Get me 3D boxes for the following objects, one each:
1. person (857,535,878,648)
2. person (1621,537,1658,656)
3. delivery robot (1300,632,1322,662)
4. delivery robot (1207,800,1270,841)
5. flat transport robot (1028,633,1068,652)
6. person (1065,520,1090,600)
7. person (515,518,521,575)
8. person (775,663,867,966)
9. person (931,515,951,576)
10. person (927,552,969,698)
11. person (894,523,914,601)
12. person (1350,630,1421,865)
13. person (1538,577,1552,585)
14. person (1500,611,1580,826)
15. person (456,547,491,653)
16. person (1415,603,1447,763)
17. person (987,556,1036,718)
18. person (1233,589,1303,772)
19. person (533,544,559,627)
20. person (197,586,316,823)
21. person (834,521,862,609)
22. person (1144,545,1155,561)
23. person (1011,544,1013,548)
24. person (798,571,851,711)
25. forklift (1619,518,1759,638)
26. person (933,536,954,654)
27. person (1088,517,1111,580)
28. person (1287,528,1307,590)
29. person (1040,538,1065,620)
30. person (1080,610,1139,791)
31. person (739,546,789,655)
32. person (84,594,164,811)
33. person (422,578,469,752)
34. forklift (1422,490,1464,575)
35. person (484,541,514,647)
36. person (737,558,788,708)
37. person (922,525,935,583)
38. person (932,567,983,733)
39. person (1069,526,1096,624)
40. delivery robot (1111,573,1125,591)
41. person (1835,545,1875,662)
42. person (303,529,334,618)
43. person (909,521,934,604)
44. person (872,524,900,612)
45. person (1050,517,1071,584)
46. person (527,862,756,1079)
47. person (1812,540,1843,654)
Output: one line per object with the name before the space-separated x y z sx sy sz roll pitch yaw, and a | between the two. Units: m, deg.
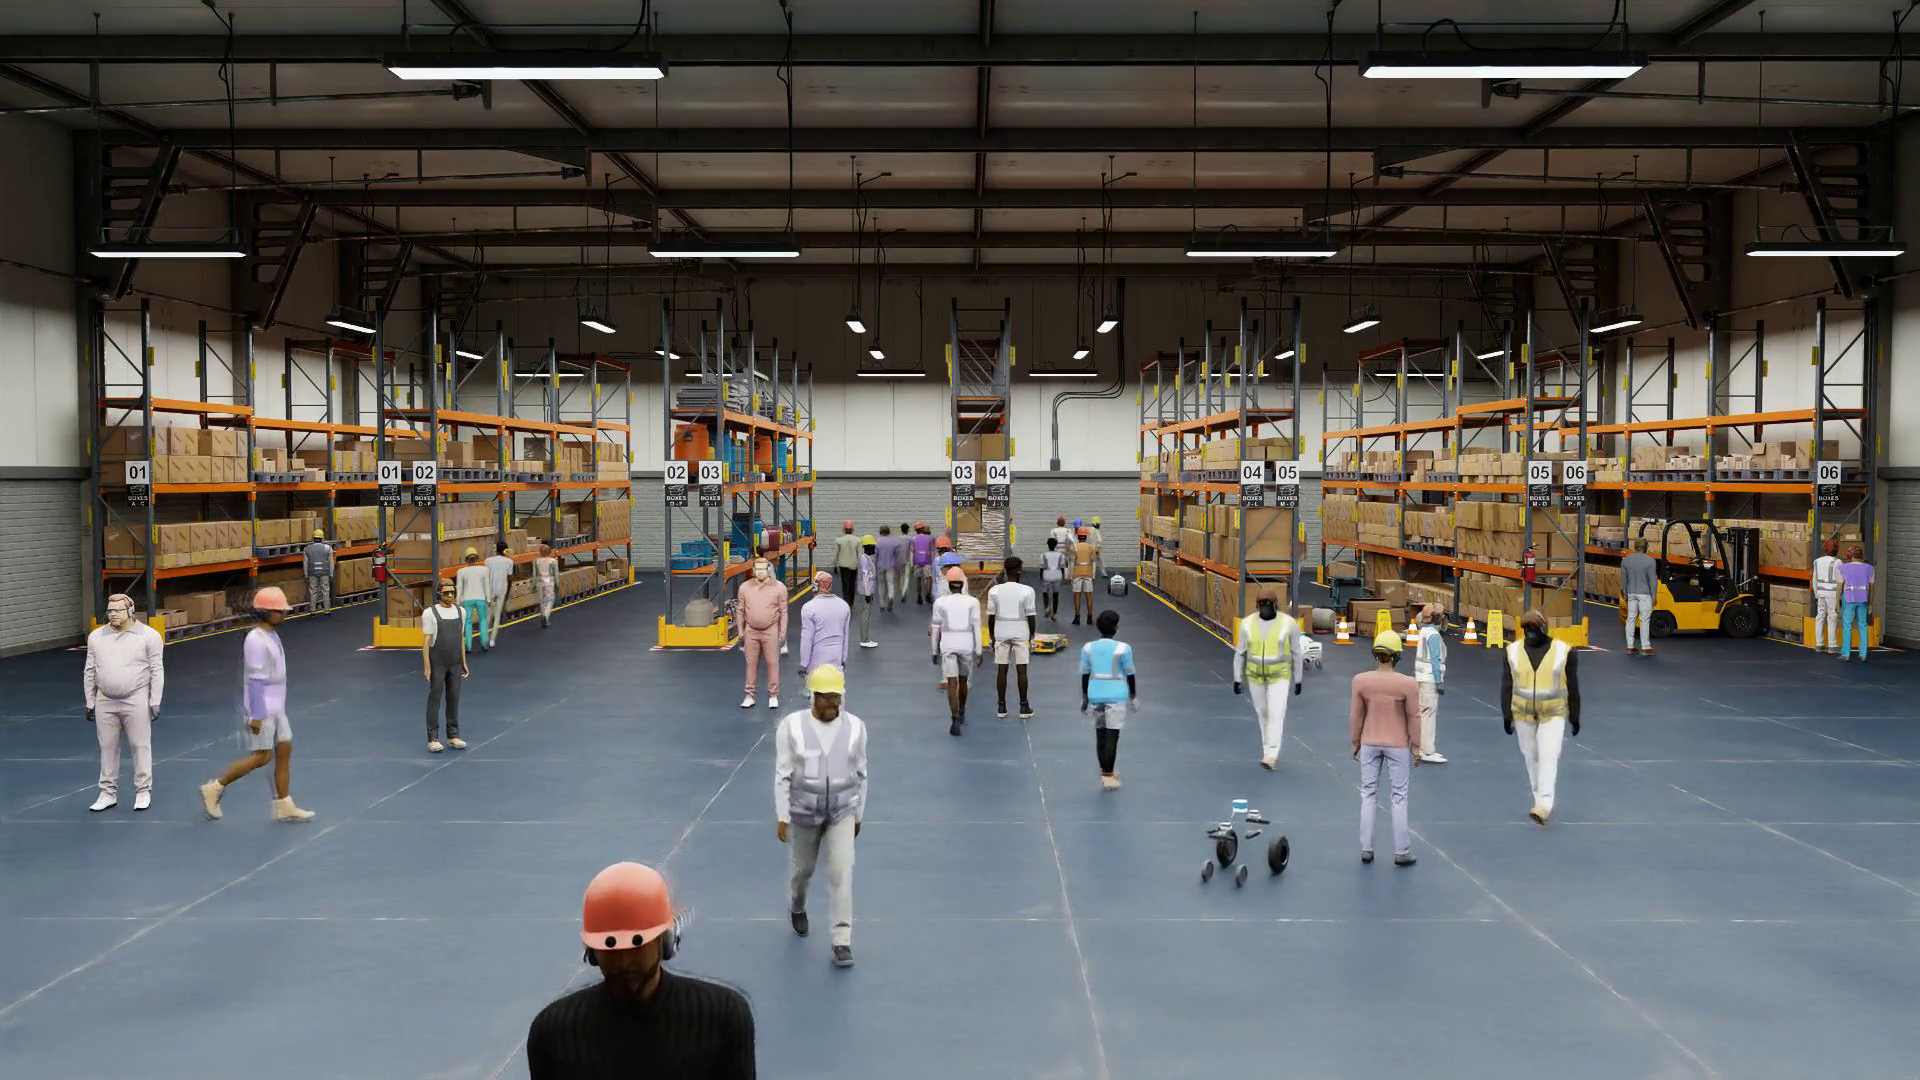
person | -1.583 0.874 27.762 0.359 1.930 0.587 0 2 -1
person | 11.177 0.918 26.541 0.372 1.940 0.627 -1 3 -33
delivery robot | 5.227 1.647 24.720 0.477 0.478 0.707 -1 2 -22
delivery robot | 2.063 2.029 11.874 0.335 0.223 0.698 1 3 33
flat transport robot | 1.369 1.730 27.286 0.652 0.197 1.431 1 2 14
person | 2.818 0.478 38.239 0.625 1.893 1.000 0 2 -10
person | -10.768 0.421 39.426 0.594 1.912 0.666 0 2 2
person | -0.864 1.645 9.982 0.590 1.802 0.841 -1 2 -13
person | -0.409 0.227 44.894 1.002 1.853 0.661 1 2 19
person | -0.178 1.123 21.509 0.759 1.916 0.626 1 2 24
person | -1.308 0.515 38.054 0.518 1.842 0.824 0 2 7
person | 3.243 1.571 12.287 0.533 1.765 0.329 1 3 29
person | 13.180 0.626 36.451 0.320 1.737 0.483 -1 3 -25
person | 4.919 1.503 13.756 0.634 1.781 0.975 1 3 31
person | -8.077 0.997 26.803 0.552 1.760 0.351 -1 2 -21
person | 4.850 1.464 16.648 0.312 1.634 0.507 0 2 6
person | 0.634 1.177 19.694 0.608 1.963 0.369 1 2 15
person | 3.047 1.400 16.144 0.662 1.797 0.936 1 3 27
person | -8.028 0.889 31.217 0.520 1.621 0.568 0 2 3
person | -5.933 1.396 13.611 0.834 2.021 0.615 0 2 -10
person | -2.458 0.558 35.498 0.628 1.954 1.003 0 2 -7
person | 5.643 0.077 47.980 0.385 1.919 0.596 -1 2 -14
person | 1.265 0.205 44.650 0.406 1.924 0.545 0 2 5
person | -1.493 1.294 17.487 0.408 1.908 0.645 2 3 45
forklift | 13.417 0.684 29.791 2.313 2.155 1.214 0 2 0
person | -0.275 0.908 26.777 0.359 1.938 0.552 0 2 -3
person | 3.776 0.235 45.683 0.933 1.791 0.591 1 2 23
person | 8.656 0.298 41.730 0.626 1.978 0.439 1 2 21
person | 1.882 0.793 32.914 0.535 1.687 0.375 0 2 -3
person | 1.415 1.498 15.280 0.558 1.692 0.446 2 3 35
person | -3.174 0.990 26.606 0.960 1.802 0.564 1 3 28
person | -7.374 1.424 14.208 0.651 1.906 0.403 0 2 -7
person | -5.519 1.330 17.328 0.327 1.843 0.514 2 3 41
forklift | 13.926 -0.371 47.846 1.873 2.768 1.129 0 2 0
person | -8.015 0.929 27.959 0.558 1.800 0.817 -1 2 -12
person | -2.518 1.176 20.472 0.651 1.904 0.403 0 2 5
person | -0.905 0.394 43.793 0.506 1.611 0.709 -1 2 -17
person | -0.047 1.253 18.748 0.566 1.876 1.022 0 2 -7
person | 2.424 0.700 32.038 0.542 1.938 0.358 0 2 -7
delivery robot | 3.894 1.046 39.856 0.477 0.478 0.707 0 2 5
person | 14.185 1.008 25.572 0.563 1.840 0.377 0 2 6
person | -13.266 0.697 33.410 0.599 1.832 0.404 -1 2 -20
person | -0.880 0.521 36.953 0.568 1.907 0.627 0 2 -3
person | -1.594 0.606 34.697 0.637 1.920 0.821 0 2 -6
person | 2.732 0.290 43.831 0.557 1.821 0.943 0 2 0
person | -0.829 1.797 4.316 0.615 1.958 0.982 0 2 -8
person | 14.450 0.934 26.849 0.359 1.882 0.575 -1 2 -16
